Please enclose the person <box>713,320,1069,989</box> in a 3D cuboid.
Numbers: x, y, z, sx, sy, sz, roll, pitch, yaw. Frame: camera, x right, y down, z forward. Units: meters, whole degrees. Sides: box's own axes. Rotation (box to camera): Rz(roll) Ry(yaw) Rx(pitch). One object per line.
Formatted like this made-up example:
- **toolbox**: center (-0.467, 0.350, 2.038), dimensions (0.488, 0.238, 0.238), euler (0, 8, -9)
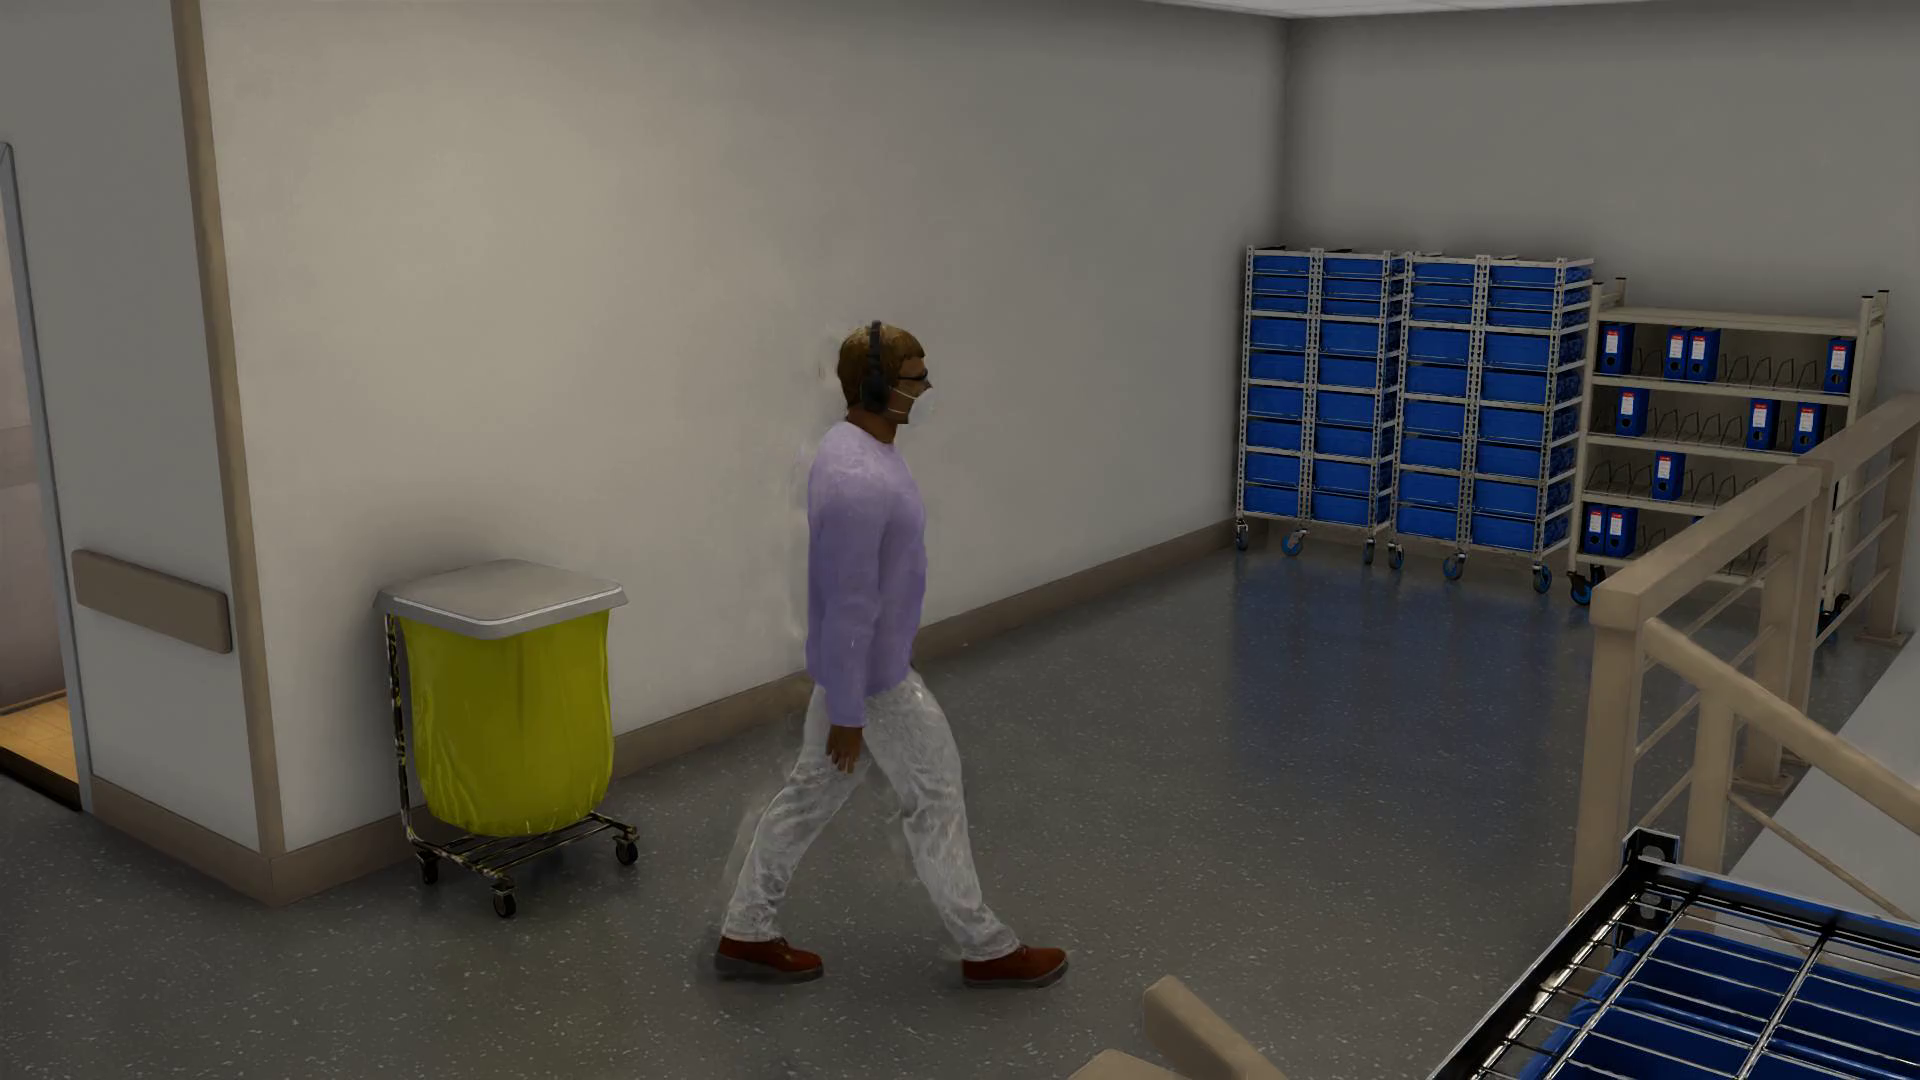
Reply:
- **person**: center (-0.238, 0.344, 4.525), dimensions (1.005, 1.891, 0.644), euler (-1, 14, -5)
